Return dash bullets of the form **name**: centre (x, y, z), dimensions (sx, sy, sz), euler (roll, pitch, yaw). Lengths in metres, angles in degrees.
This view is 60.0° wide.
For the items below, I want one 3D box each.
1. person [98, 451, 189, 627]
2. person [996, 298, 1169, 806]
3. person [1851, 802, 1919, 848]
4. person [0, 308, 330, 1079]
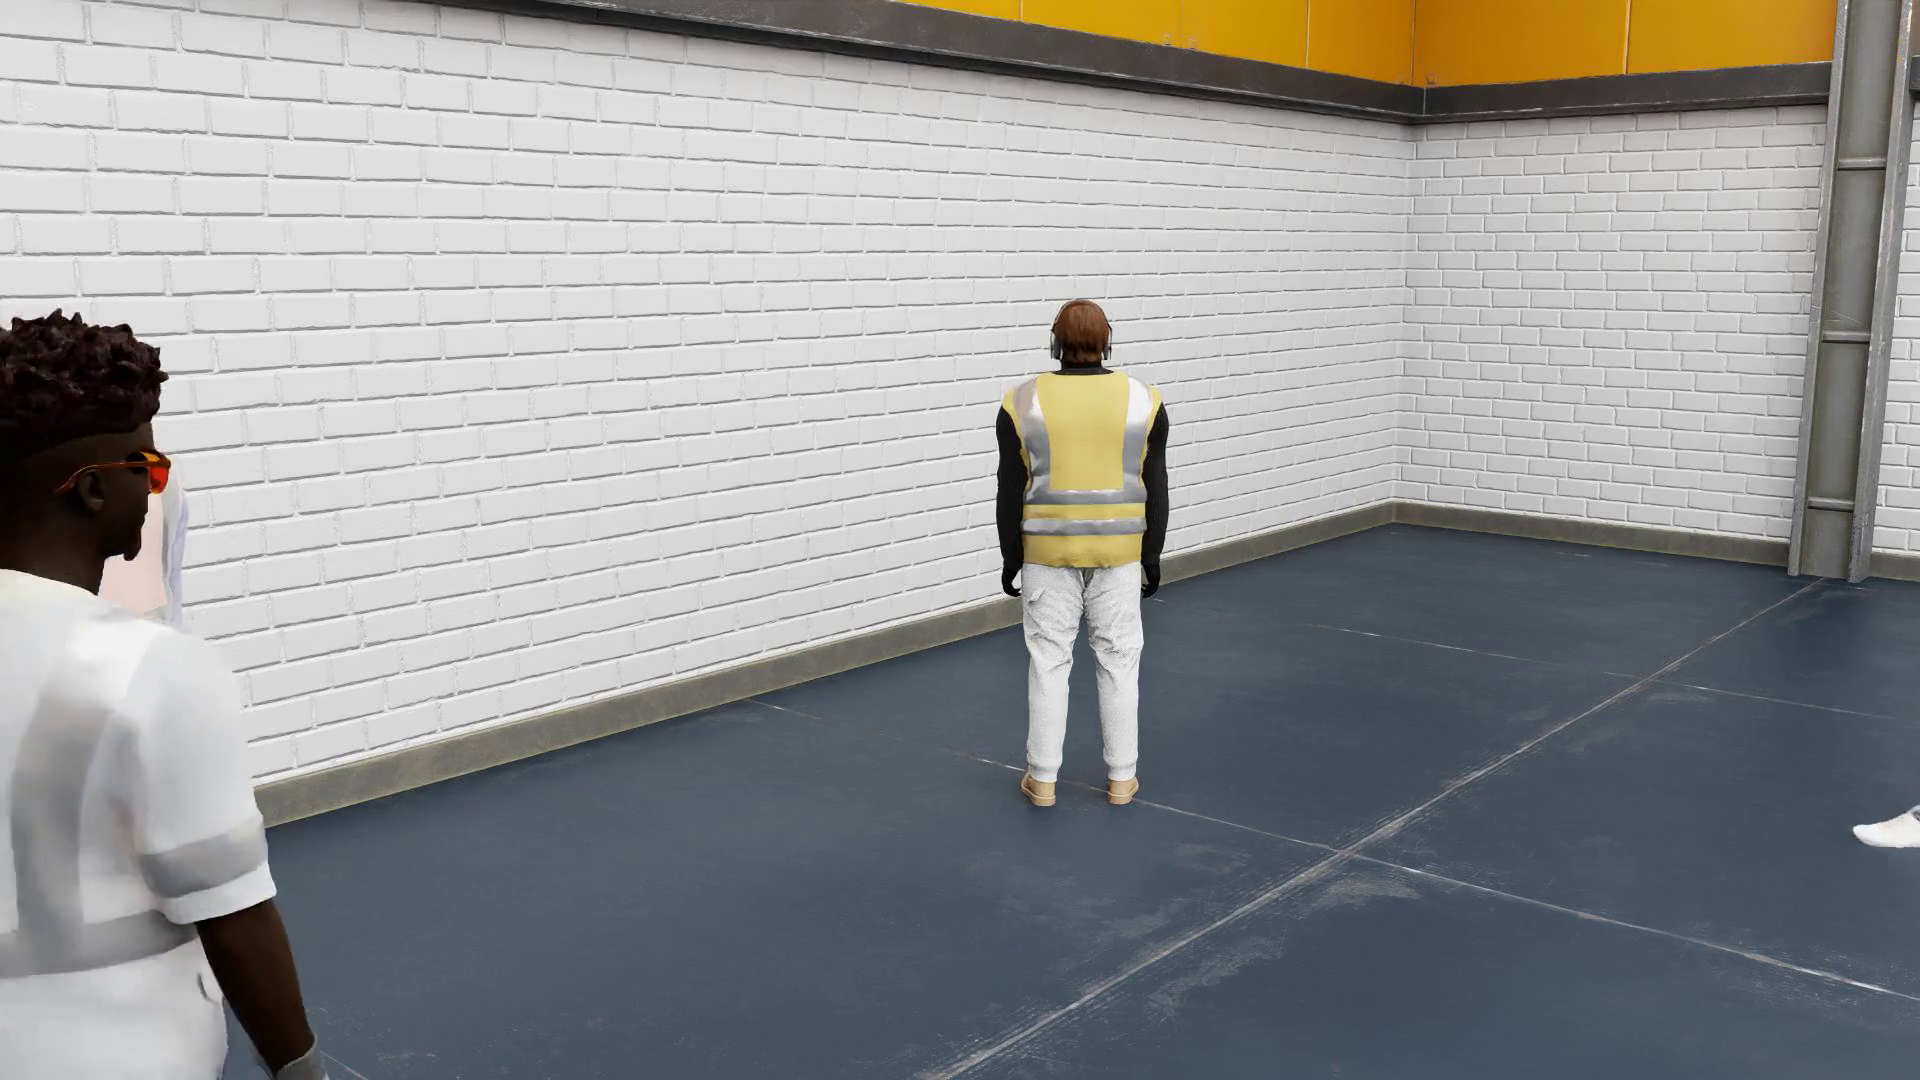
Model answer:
- **person**: centre (-2.071, 0.437, 3.882), dimensions (0.430, 1.838, 0.619), euler (3, 10, 15)
- **person**: centre (0.437, 0.056, 6.027), dimensions (0.626, 1.846, 0.429), euler (0, 10, -2)
- **person**: centre (3.490, 0.169, 5.435), dimensions (0.815, 1.831, 0.574), euler (3, 10, 17)
- **person**: centre (-1.099, 0.666, 2.250), dimensions (0.618, 1.939, 0.664), euler (5, 11, 26)
